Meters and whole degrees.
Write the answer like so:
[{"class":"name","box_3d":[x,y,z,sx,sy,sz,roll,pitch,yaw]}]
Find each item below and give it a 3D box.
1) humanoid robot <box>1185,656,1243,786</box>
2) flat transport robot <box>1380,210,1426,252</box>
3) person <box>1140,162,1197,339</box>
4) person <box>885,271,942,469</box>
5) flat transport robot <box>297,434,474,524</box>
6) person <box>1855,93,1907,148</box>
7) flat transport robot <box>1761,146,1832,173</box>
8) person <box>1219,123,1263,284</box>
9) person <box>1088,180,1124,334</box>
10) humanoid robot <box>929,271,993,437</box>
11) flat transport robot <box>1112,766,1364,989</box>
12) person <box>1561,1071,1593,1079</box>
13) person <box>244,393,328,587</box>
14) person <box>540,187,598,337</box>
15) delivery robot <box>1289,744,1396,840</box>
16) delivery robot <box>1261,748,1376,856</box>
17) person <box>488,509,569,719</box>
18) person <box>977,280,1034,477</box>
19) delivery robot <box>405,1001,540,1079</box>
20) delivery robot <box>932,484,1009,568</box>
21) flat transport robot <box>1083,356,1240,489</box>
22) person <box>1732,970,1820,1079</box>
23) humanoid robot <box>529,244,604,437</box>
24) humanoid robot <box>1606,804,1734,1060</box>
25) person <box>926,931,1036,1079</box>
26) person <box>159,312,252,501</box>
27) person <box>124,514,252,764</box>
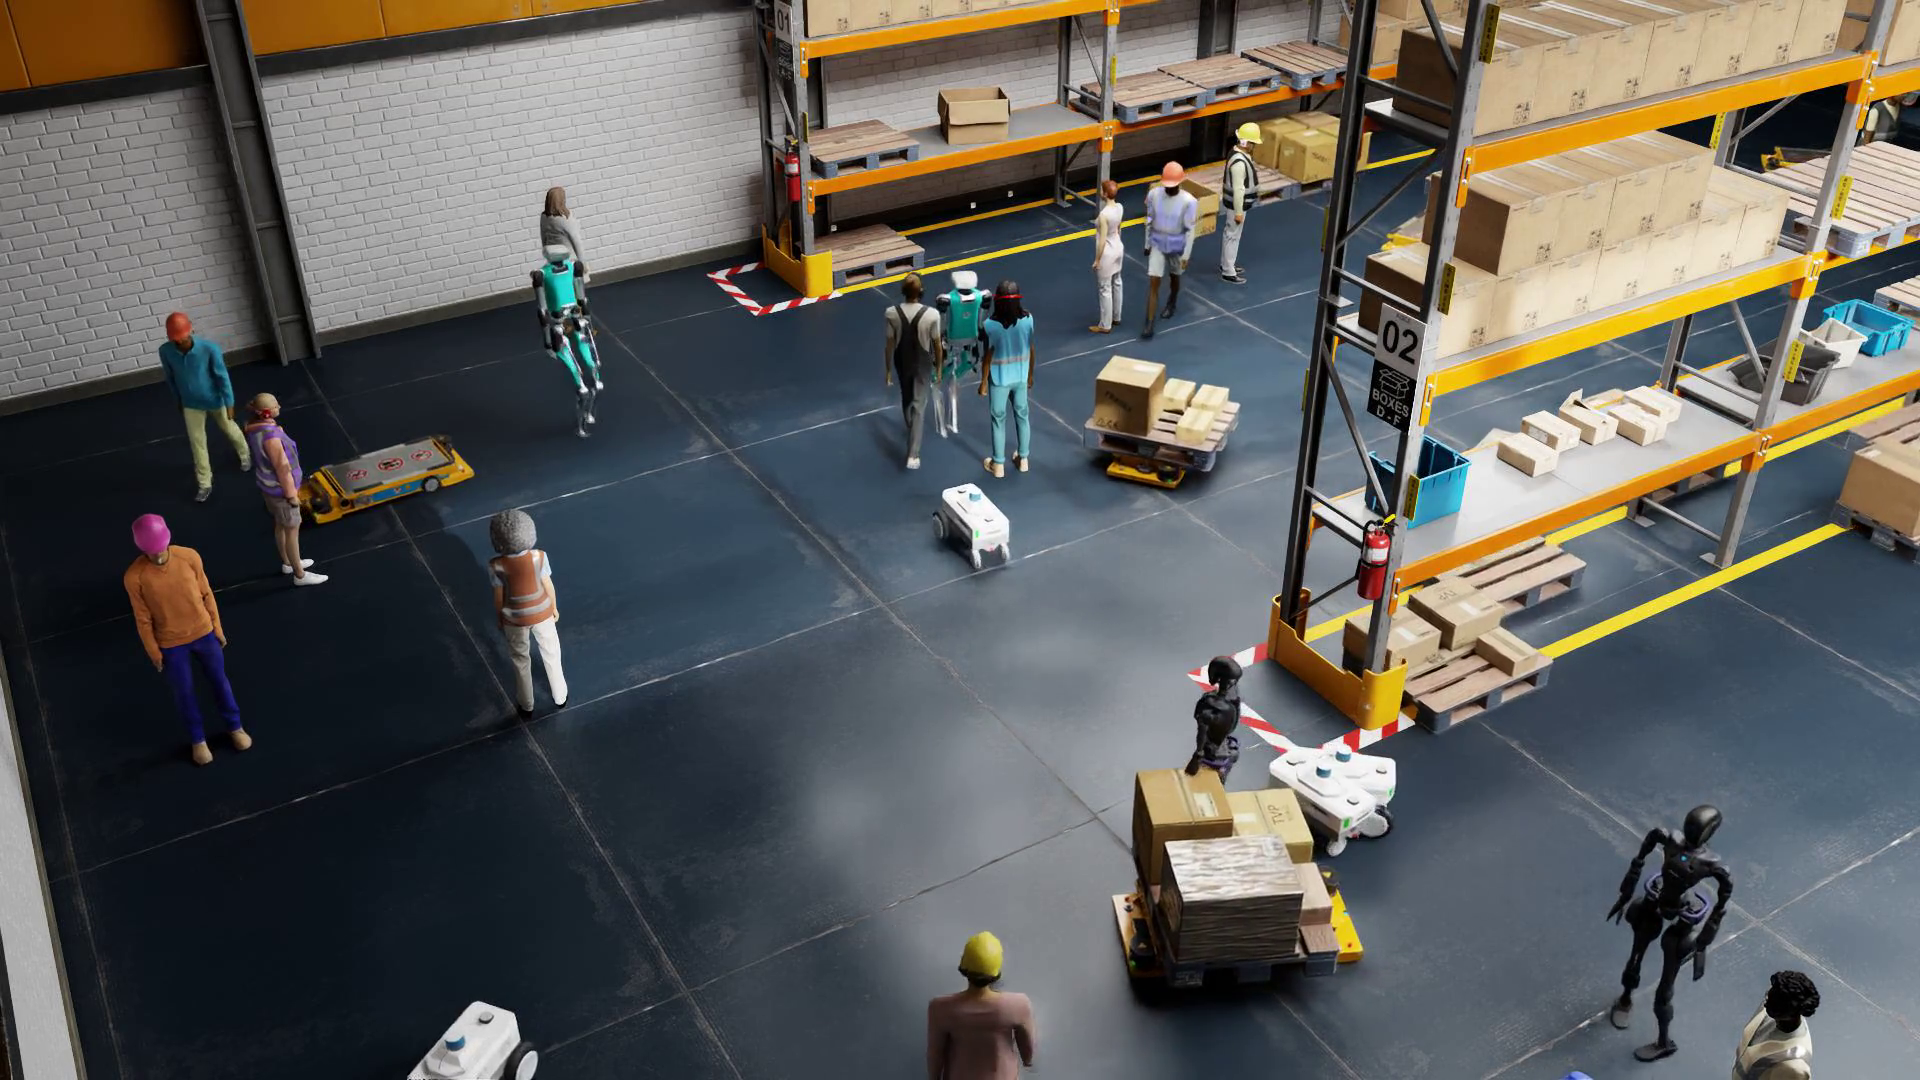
[{"class":"humanoid robot","box_3d":[1.584,1.433,10.481,0.466,1.635,0.588,17,36,25]},{"class":"flat transport robot","box_3d":[5.667,-3.658,19.917,0.659,0.231,1.431,23,39,32]},{"class":"person","box_3d":[2.186,-3.096,17.514,0.555,1.869,1.034,10,34,16]},{"class":"person","box_3d":[-0.424,-1.571,15.156,0.508,1.799,0.974,5,32,8]},{"class":"flat transport robot","box_3d":[-5.189,-0.562,14.979,1.431,0.231,0.659,-21,38,-29]},{"class":"person","box_3d":[11.002,-4.649,20.026,0.562,1.840,0.398,-18,36,-26]},{"class":"flat transport robot","box_3d":[11.391,-4.940,21.962,1.431,0.231,0.659,9,33,14]},{"class":"person","box_3d":[3.134,-3.790,18.668,0.404,1.817,0.598,3,32,5]},{"class":"person","box_3d":[1.554,-2.989,17.539,0.283,1.659,0.443,21,38,30]},{"class":"humanoid robot","box_3d":[-0.053,-1.747,15.518,0.549,1.792,0.770,-10,33,-15]},{"class":"flat transport robot","box_3d":[1.710,2.367,10.309,1.431,0.231,0.659,-3,32,-5]},{"class":"person","box_3d":[2.715,3.123,7.693,0.472,1.771,0.324,-19,37,-27]},{"class":"person","box_3d":[-5.465,-0.416,13.405,0.342,1.693,0.491,-22,38,-31]},{"class":"person","box_3d":[-4.112,-2.889,17.377,0.480,1.663,0.338,11,34,17]},{"class":"delivery robot","box_3d":[2.572,1.645,11.198,0.795,0.602,0.499,6,33,10]},{"class":"delivery robot","box_3d":[2.381,1.712,11.078,0.508,0.587,0.759,-24,39,-33]},{"class":"person","box_3d":[-3.091,0.535,11.889,0.437,1.690,0.315,-12,34,-18]},{"class":"person","box_3d":[0.420,-1.431,14.863,0.528,1.866,0.398,-11,34,-16]},{"class":"delivery robot","box_3d":[-2.719,2.914,9.160,0.522,0.587,0.751,12,34,19]},{"class":"delivery robot","box_3d":[0.116,-0.167,14.095,0.499,0.610,0.788,-14,35,-21]},{"class":"flat transport robot","box_3d":[1.910,-0.933,15.572,0.659,0.231,1.431,13,34,20]},{"class":"person","box_3d":[3.991,2.785,8.304,0.319,1.693,0.531,7,33,11]},{"class":"humanoid robot","box_3d":[-3.580,-1.844,15.672,0.557,1.803,0.815,-28,41,-37]},{"class":"humanoid robot","box_3d":[3.943,2.146,9.334,0.395,1.640,0.600,-25,40,-34]},{"class":"person","box_3d":[0.119,2.709,8.396,0.566,1.747,0.724,-3,32,-4]},{"class":"person","box_3d":[-6.702,-1.266,14.753,0.583,1.706,0.826,-2,32,-3]},{"class":"person","box_3d":[-5.337,0.661,11.431,0.516,1.974,0.397,-24,39,-33]}]
